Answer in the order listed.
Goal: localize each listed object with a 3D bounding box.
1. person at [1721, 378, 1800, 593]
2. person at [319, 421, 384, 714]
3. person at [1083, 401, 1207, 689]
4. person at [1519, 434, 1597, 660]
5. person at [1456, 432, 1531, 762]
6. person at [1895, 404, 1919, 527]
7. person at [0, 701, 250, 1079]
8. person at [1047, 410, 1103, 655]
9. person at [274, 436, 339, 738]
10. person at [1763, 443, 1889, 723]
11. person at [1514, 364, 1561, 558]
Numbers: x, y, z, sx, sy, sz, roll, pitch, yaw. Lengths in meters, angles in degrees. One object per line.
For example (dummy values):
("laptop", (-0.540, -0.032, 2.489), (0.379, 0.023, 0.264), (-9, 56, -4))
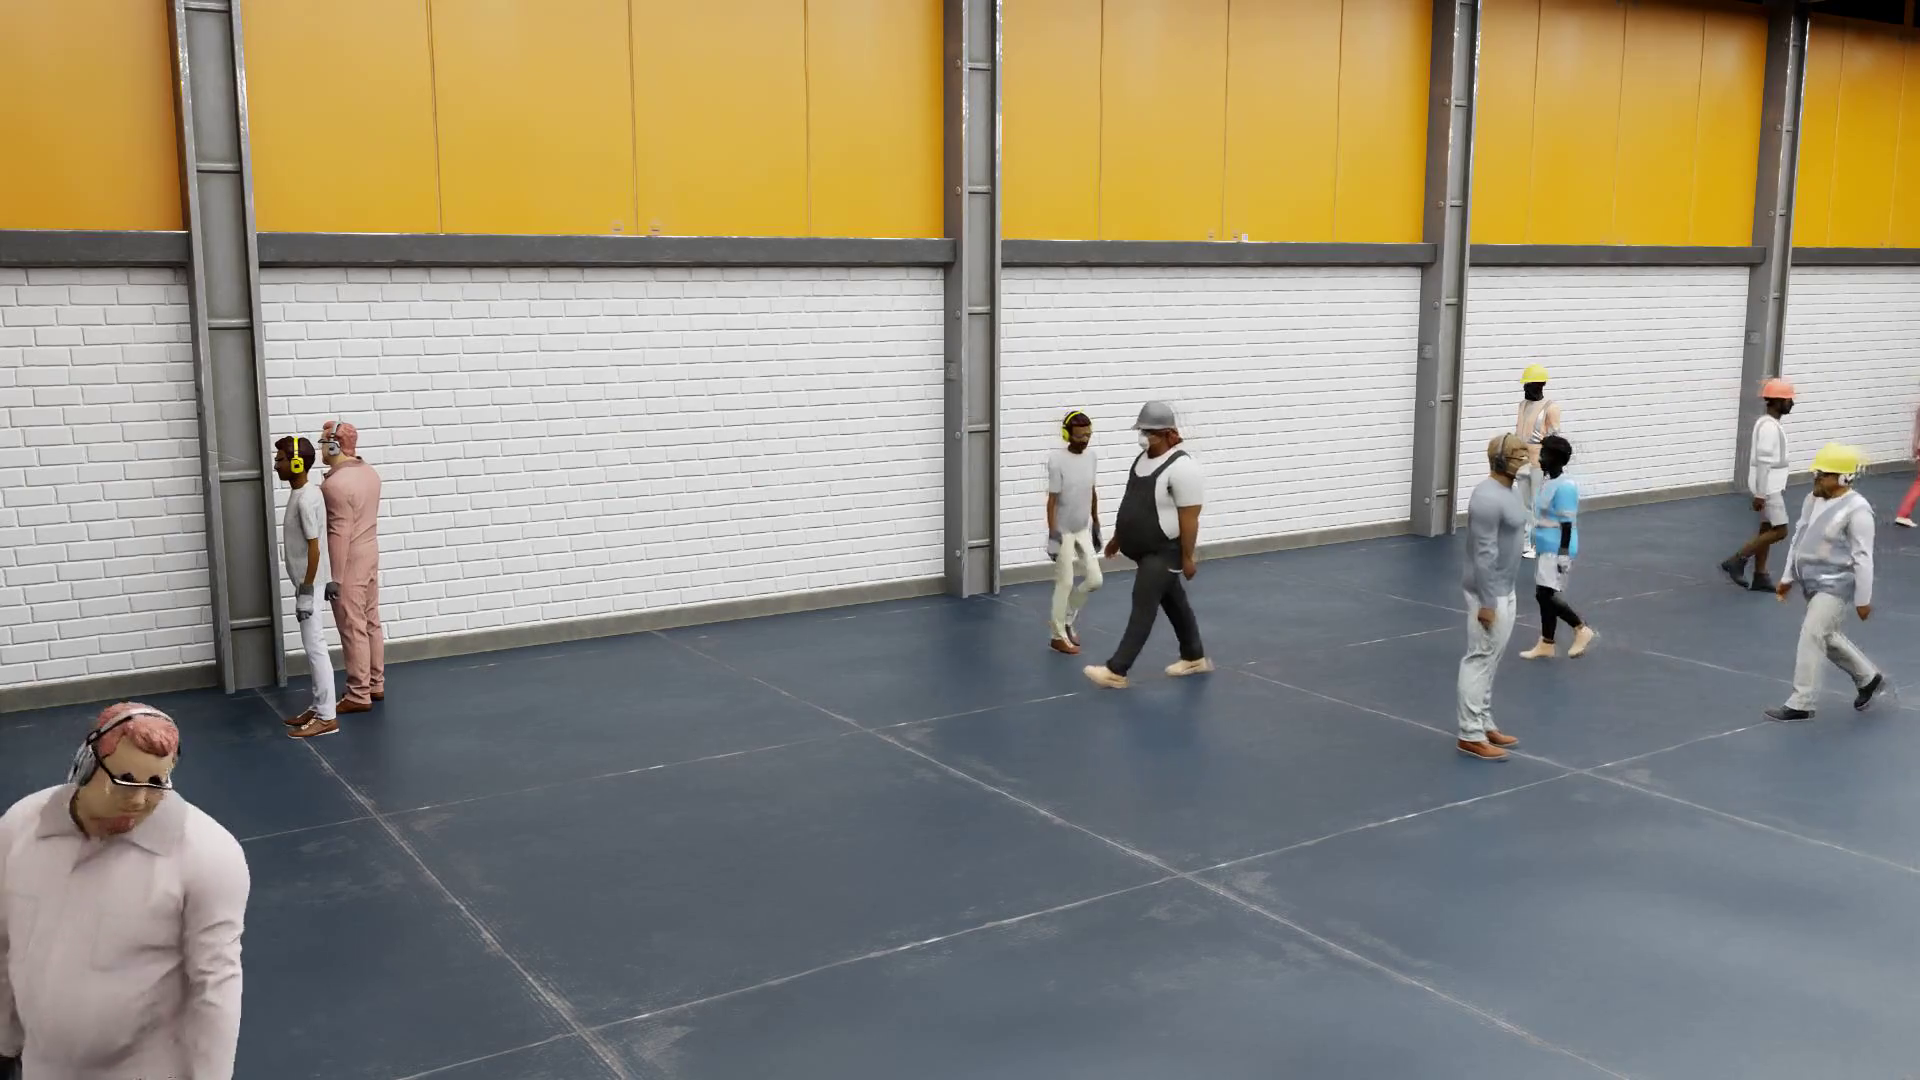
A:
("person", (7.128, -0.474, 14.724), (0.473, 1.922, 0.547), (4, 10, 21))
("person", (-4.007, 0.175, 10.855), (0.406, 1.911, 0.639), (0, 9, 1))
("person", (1.343, -0.004, 11.534), (1.045, 2.000, 0.700), (-3, 10, -18))
("person", (4.364, 0.074, 12.128), (0.421, 1.688, 0.535), (1, 9, 4))
("person", (3.162, 0.323, 9.871), (0.353, 1.938, 0.634), (5, 11, 29))
("person", (10.818, -0.994, 18.465), (0.910, 1.722, 0.523), (-1, 9, -4))
("person", (-2.143, 1.308, 4.156), (0.742, 1.874, 0.396), (1, 10, 9))
("person", (0.851, -0.051, 12.413), (0.600, 1.839, 0.411), (-9, 13, -43))
("person", (-4.066, 0.285, 10.302), (0.329, 1.872, 0.508), (-4, 10, -24))
("person", (5.592, 0.271, 10.590), (0.813, 1.807, 0.579), (0, 9, -2))
("person", (5.696, -0.782, 16.560), (0.369, 1.925, 0.594), (-3, 10, -18))
